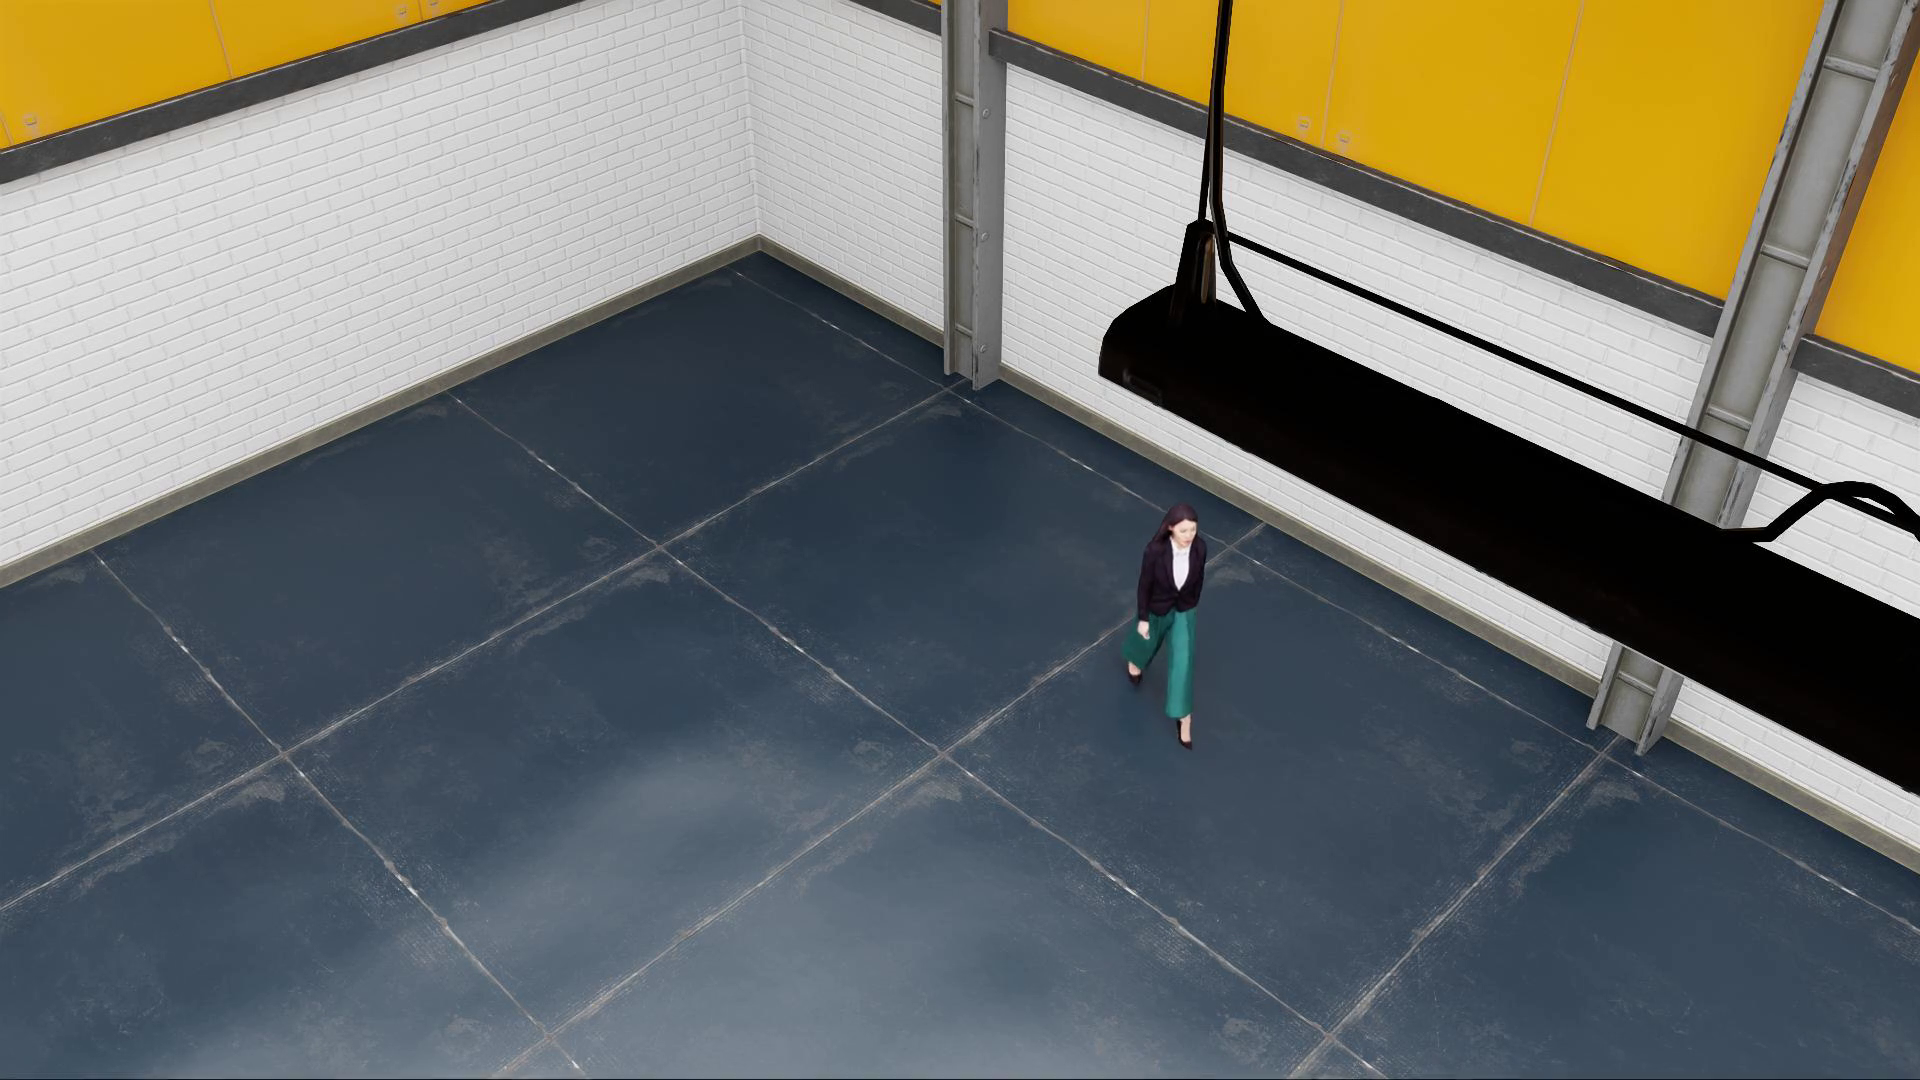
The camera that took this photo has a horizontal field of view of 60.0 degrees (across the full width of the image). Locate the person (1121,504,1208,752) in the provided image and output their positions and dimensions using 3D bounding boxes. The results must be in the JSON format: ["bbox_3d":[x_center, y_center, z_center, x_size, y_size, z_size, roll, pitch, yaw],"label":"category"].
[{"bbox_3d":[1.266,0.428,10.526,1.031,1.689,1.189,-6,39,-7],"label":"person"}]
